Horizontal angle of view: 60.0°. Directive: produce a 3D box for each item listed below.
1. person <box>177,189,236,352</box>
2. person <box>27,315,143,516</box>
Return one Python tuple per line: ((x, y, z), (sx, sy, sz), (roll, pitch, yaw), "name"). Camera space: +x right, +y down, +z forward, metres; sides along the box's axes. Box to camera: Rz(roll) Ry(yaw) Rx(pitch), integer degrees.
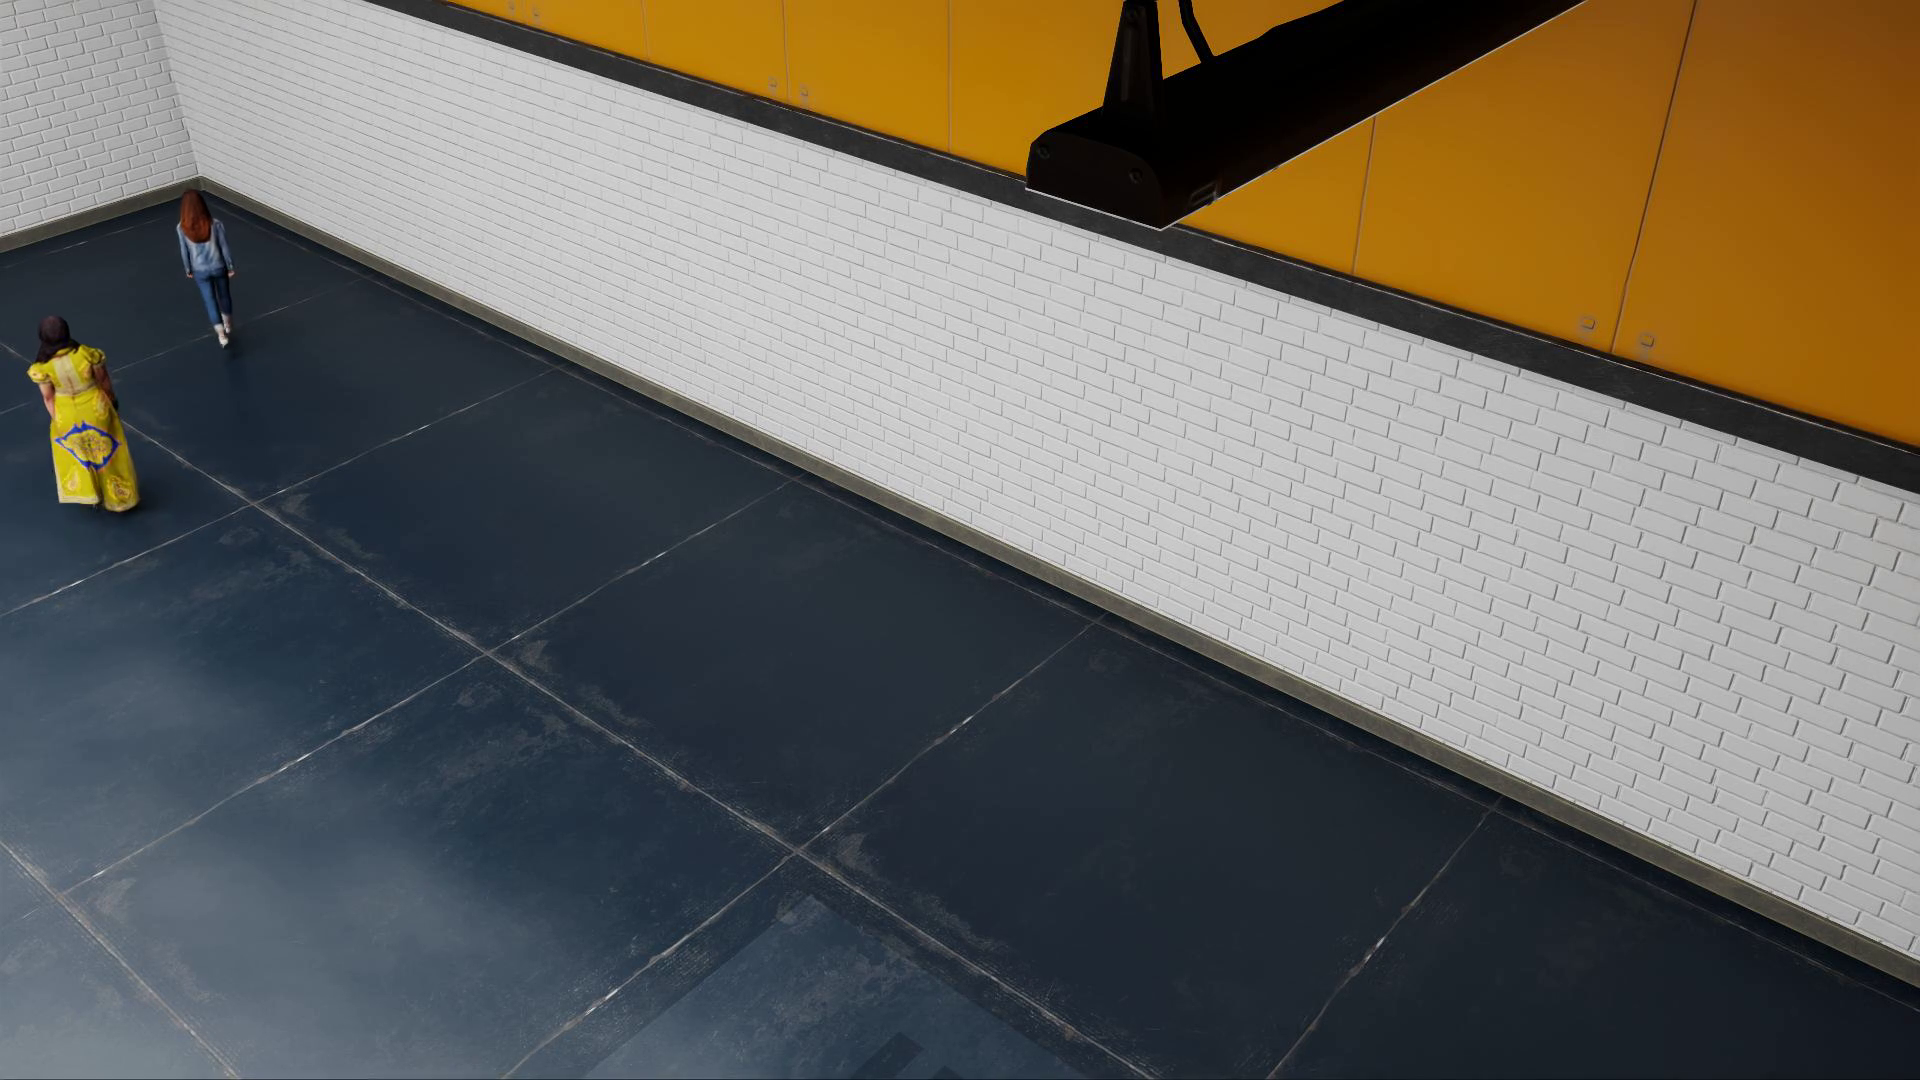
((-6.756, -2.412, 14.970), (1.011, 1.453, 0.923), (-14, 36, -19), "person")
((-6.575, -0.889, 12.516), (0.847, 1.644, 0.975), (-16, 37, -22), "person")
